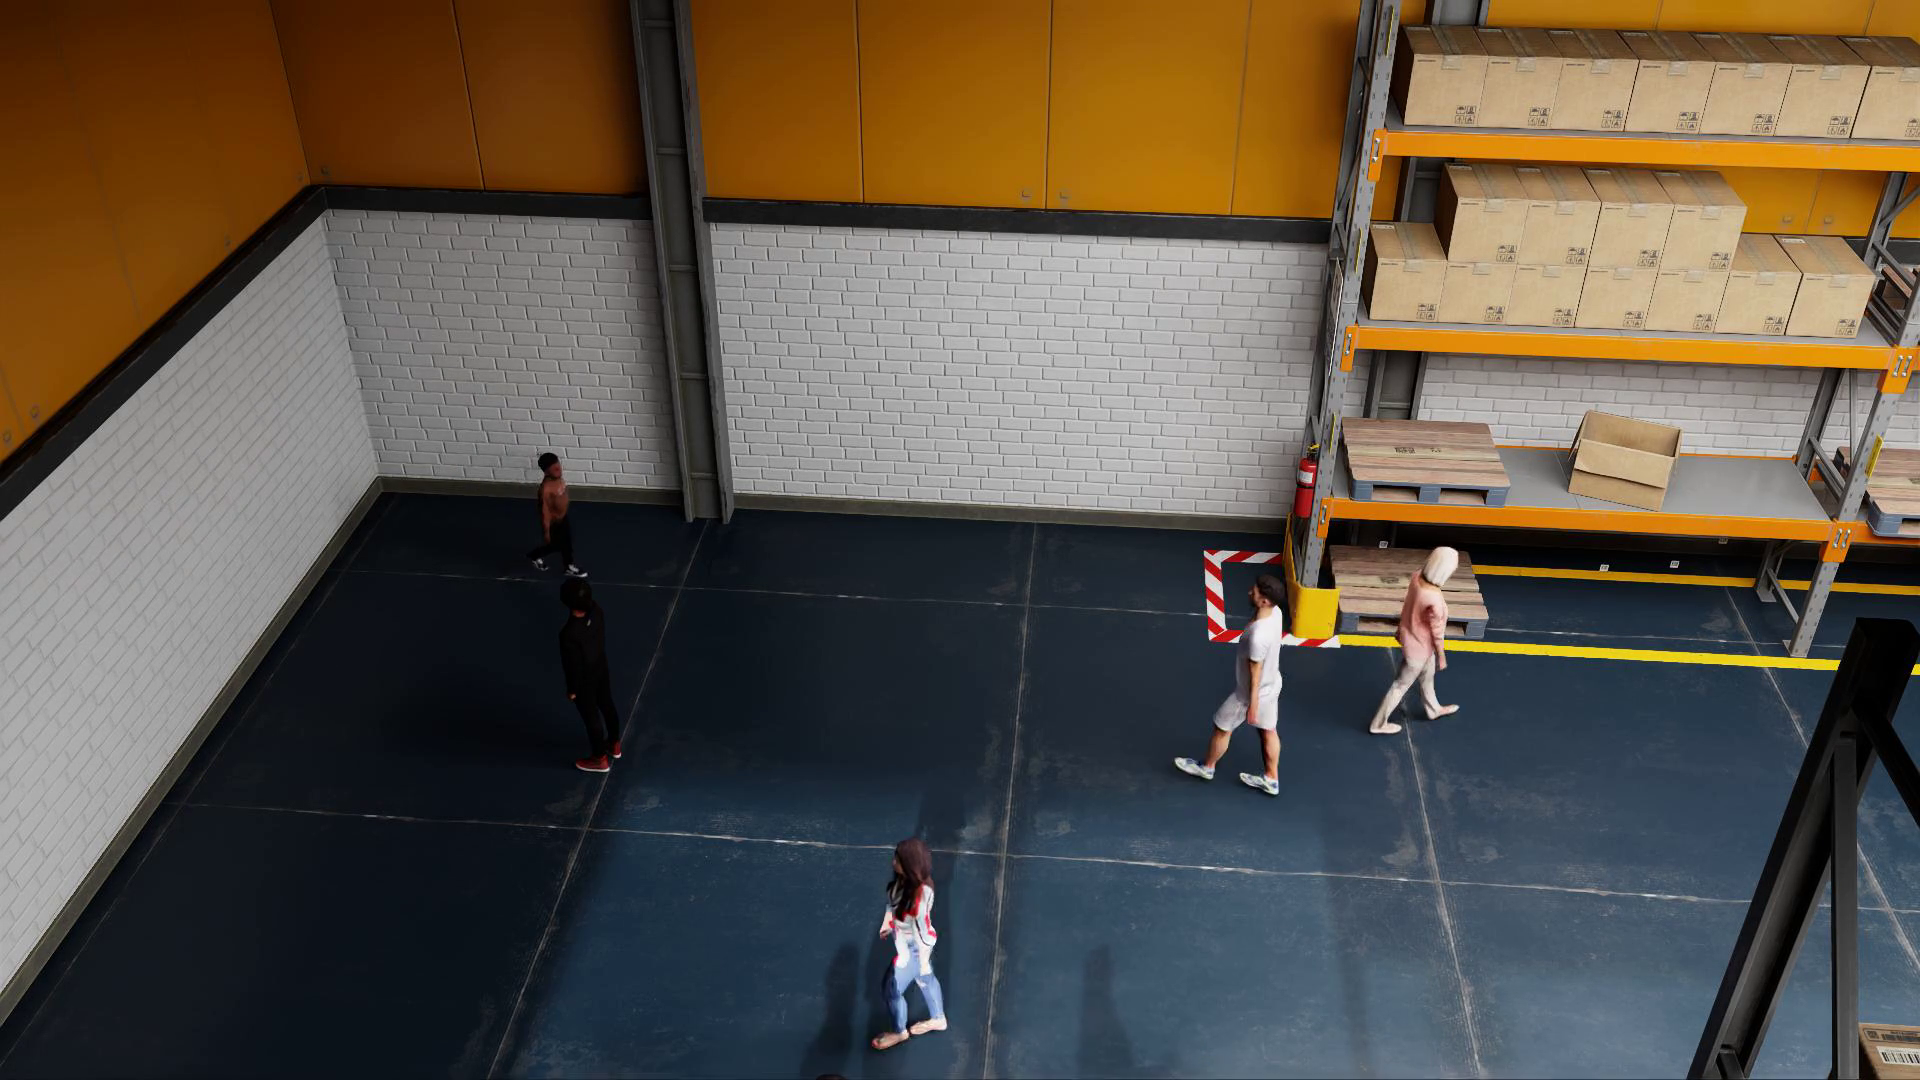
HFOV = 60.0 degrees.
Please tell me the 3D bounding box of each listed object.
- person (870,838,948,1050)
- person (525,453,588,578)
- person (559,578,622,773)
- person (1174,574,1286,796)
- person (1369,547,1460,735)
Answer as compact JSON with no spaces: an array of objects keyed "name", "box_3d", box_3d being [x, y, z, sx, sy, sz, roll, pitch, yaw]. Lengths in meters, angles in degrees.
[{"name":"person","box_3d":[-0.202,2.396,9.950,0.810,1.595,0.722,-7,34,-10]},{"name":"person","box_3d":[-3.509,-0.203,14.180,0.768,1.240,0.590,4,34,6]},{"name":"person","box_3d":[-2.678,0.964,12.032,0.657,1.674,0.668,16,37,22]},{"name":"person","box_3d":[2.178,1.067,11.737,1.127,1.829,0.951,16,37,23]},{"name":"person","box_3d":[3.297,0.774,12.296,1.008,1.698,0.725,-4,34,-6]}]
